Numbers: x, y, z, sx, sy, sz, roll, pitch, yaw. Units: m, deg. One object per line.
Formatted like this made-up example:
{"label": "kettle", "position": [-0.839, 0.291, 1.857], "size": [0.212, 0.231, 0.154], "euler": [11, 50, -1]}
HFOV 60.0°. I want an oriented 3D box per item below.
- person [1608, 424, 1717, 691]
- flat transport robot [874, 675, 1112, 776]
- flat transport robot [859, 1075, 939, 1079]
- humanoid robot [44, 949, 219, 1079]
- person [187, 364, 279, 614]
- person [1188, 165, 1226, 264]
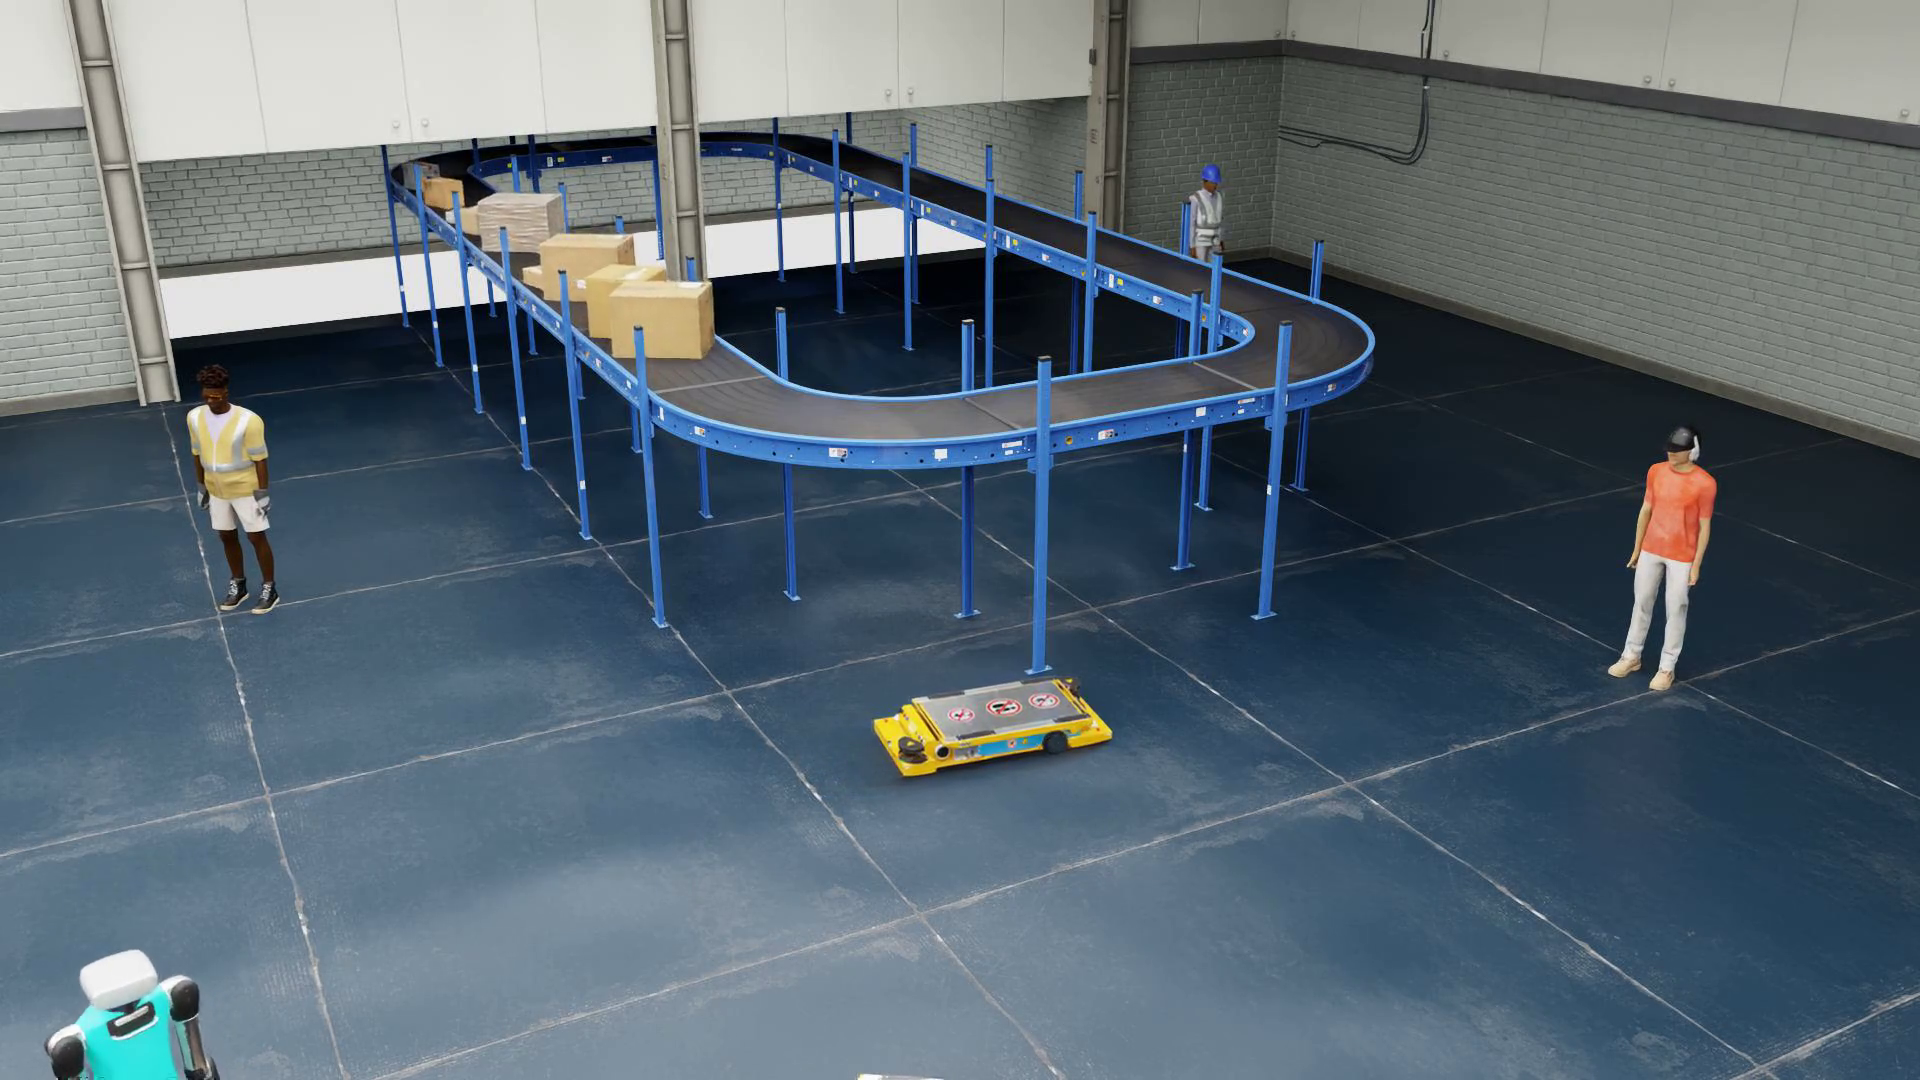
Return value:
{"label": "person", "position": [4.837, 0.116, 11.402], "size": [0.410, 1.909, 0.478], "euler": [-20, 29, -40]}
{"label": "flat transport robot", "position": [0.213, 1.208, 10.890], "size": [1.431, 0.231, 0.659], "euler": [-8, 23, -18]}
{"label": "flat transport robot", "position": [-0.039, 2.670, 7.276], "size": [1.431, 0.231, 0.659], "euler": [2, 22, 5]}
{"label": "humanoid robot", "position": [-2.751, 2.400, 6.028], "size": [0.981, 1.774, 0.536], "euler": [17, 28, 36]}
{"label": "person", "position": [-5.499, -0.390, 12.592], "size": [0.604, 1.957, 0.377], "euler": [4, 22, 10]}
{"label": "person", "position": [3.106, -3.758, 20.951], "size": [0.623, 1.930, 0.414], "euler": [-16, 27, -34]}
